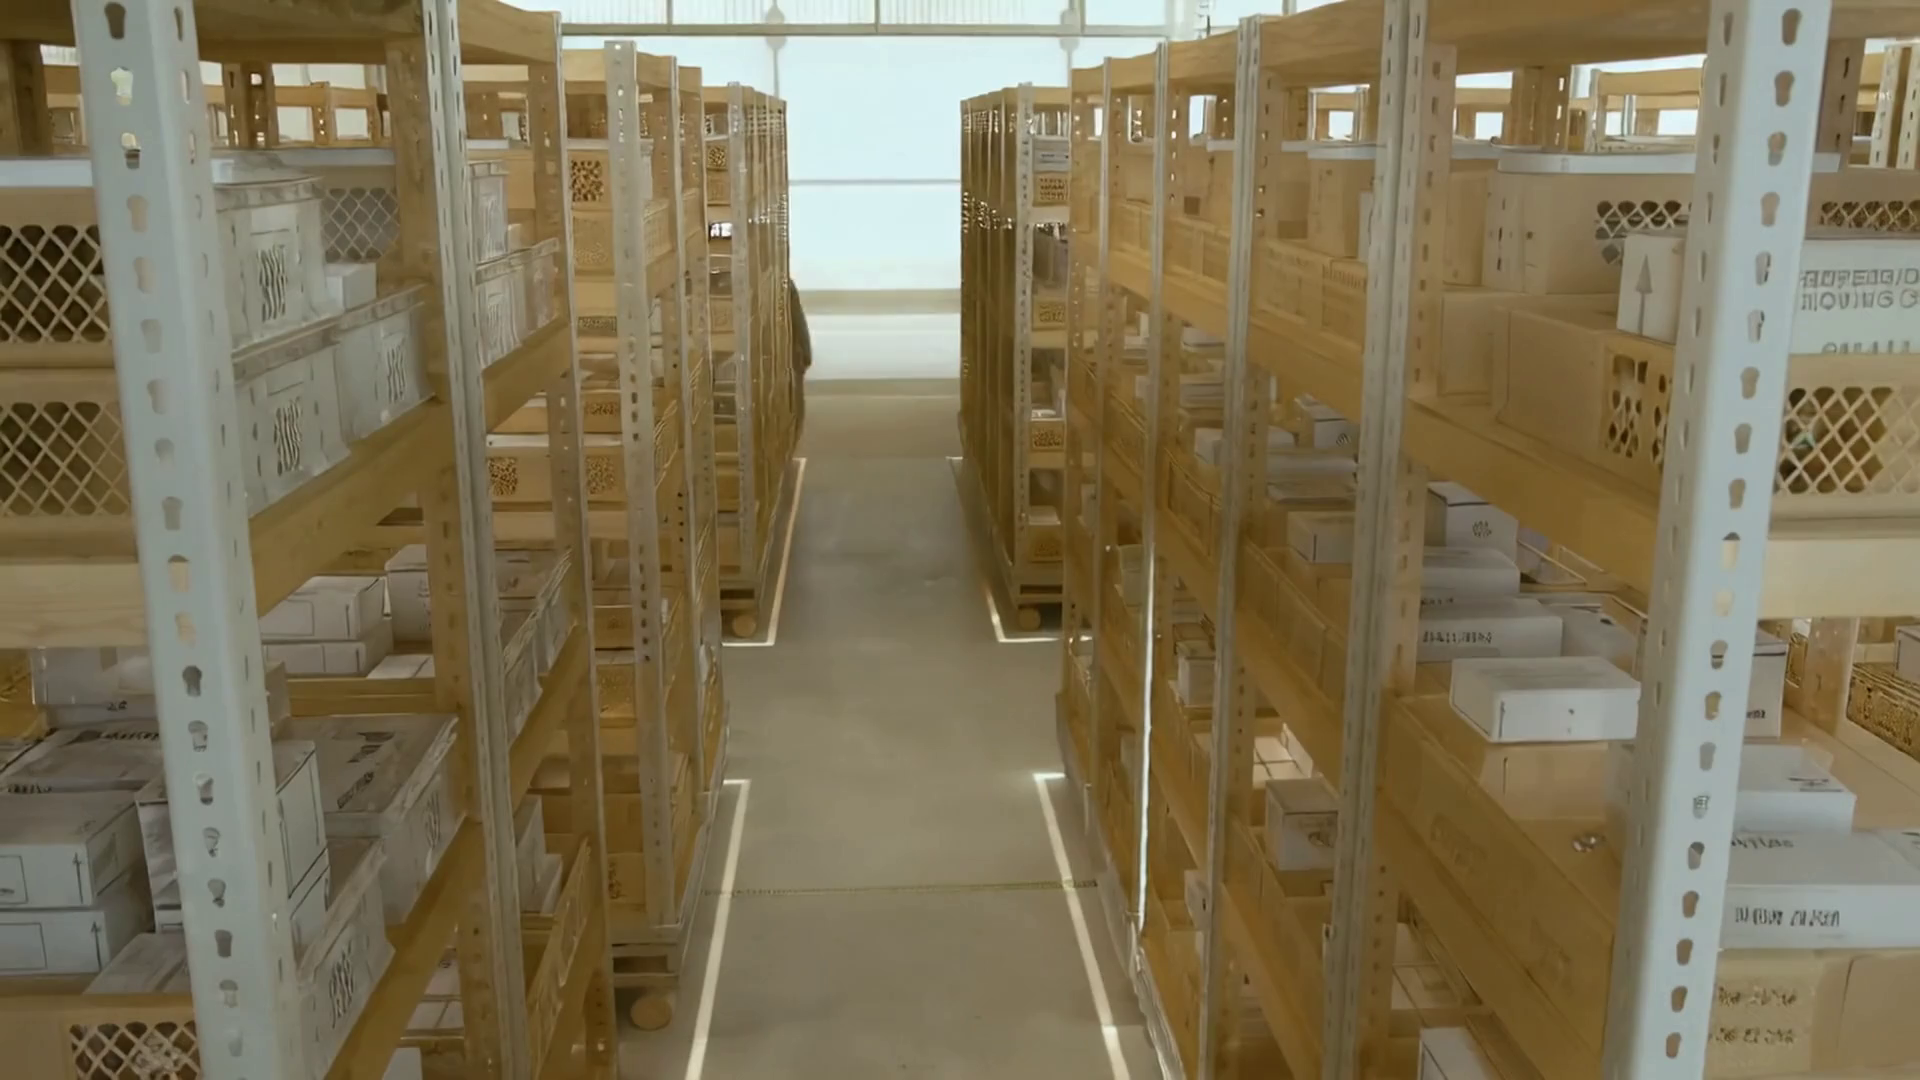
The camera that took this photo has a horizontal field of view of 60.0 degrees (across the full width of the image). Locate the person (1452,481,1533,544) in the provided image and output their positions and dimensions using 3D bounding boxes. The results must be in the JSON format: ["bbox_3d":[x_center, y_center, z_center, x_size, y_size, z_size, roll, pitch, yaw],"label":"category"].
[{"bbox_3d":[4.222,-0.874,13.381,0.931,1.912,0.700,8,16,28],"label":"person"}]
